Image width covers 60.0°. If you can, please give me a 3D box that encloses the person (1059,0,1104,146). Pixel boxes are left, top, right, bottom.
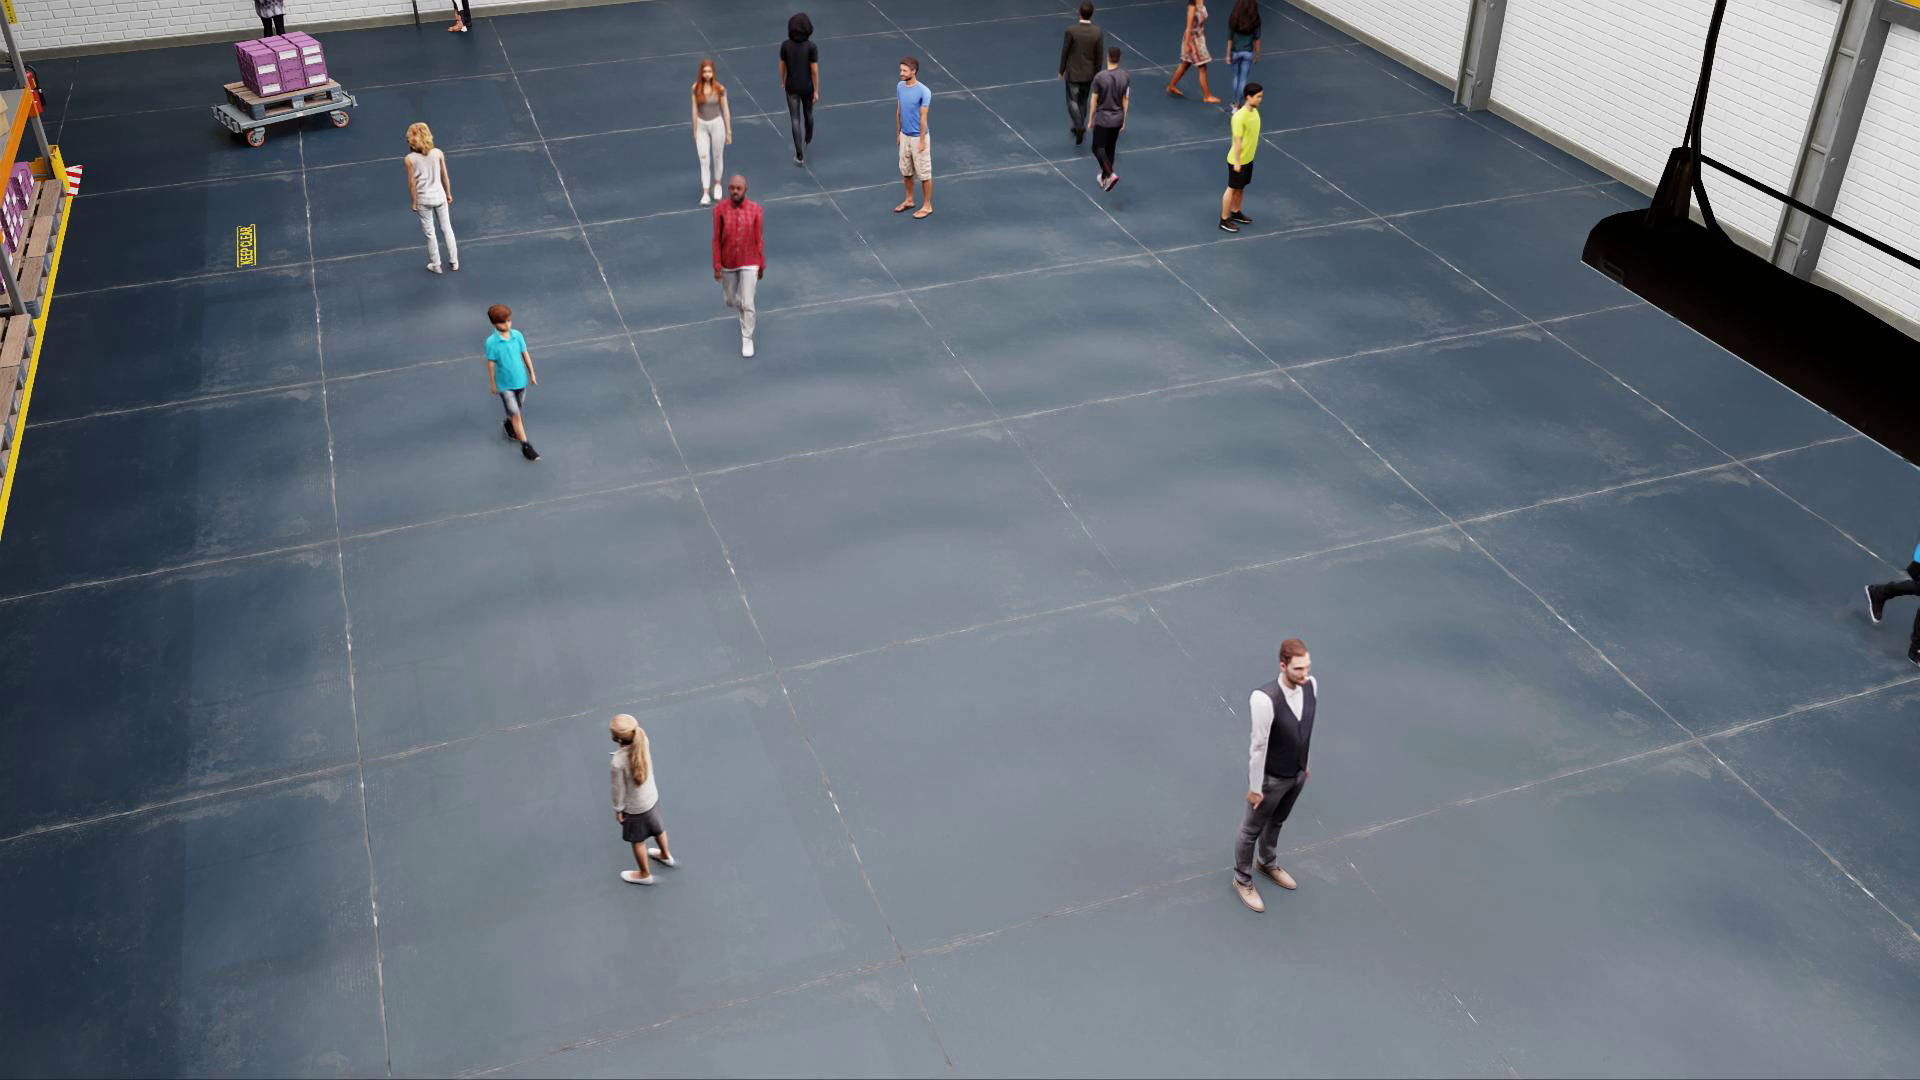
[{"bbox_3d":[1.556,-5.970,21.330,0.784,1.791,0.995,-6,34,-9],"label":"person"}]

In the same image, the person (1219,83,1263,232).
[{"bbox_3d":[3.218,-4.407,19.057,0.719,1.704,0.695,21,39,29],"label":"person"}]

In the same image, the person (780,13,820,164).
[{"bbox_3d":[-2.013,-5.608,20.789,0.897,1.785,1.230,-2,34,-3],"label":"person"}]

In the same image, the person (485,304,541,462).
[{"bbox_3d":[-4.052,-1.461,14.875,0.781,1.425,1.016,-28,43,-36],"label":"person"}]

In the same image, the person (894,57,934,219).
[{"bbox_3d":[-0.528,-4.715,19.376,0.681,1.863,0.791,24,40,31],"label":"person"}]

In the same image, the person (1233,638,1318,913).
[{"bbox_3d":[1.933,1.385,10.130,0.726,1.939,0.664,-23,40,-30],"label":"person"}]

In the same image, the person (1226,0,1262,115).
[{"bbox_3d":[3.775,-6.522,22.329,0.756,1.604,0.818,7,34,11],"label":"person"}]

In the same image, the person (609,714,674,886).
[{"bbox_3d":[-2.014,1.603,10.405,0.661,1.271,0.609,18,38,25],"label":"person"}]

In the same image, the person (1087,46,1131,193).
[{"bbox_3d":[1.795,-4.979,19.882,0.634,1.743,0.918,-11,35,-16],"label":"person"}]

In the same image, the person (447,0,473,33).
[{"bbox_3d":[-7.790,-8.783,25.471,0.842,1.891,0.714,6,34,9],"label":"person"}]

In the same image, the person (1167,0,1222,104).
[{"bbox_3d":[3.133,-6.812,22.790,1.082,1.576,1.055,12,36,18],"label":"person"}]

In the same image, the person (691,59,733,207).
[{"bbox_3d":[-2.945,-4.884,19.767,0.812,1.711,1.018,0,34,0],"label":"person"}]

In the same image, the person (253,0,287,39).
[{"bbox_3d":[-10.135,-7.895,24.364,0.724,1.638,0.746,2,34,3],"label":"person"}]

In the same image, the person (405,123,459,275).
[{"bbox_3d":[-5.738,-3.710,18.038,0.640,1.670,0.610,-20,38,-27],"label":"person"}]

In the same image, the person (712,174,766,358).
[{"bbox_3d":[-2.189,-2.788,16.533,0.887,1.800,1.111,0,34,0],"label":"person"}]
